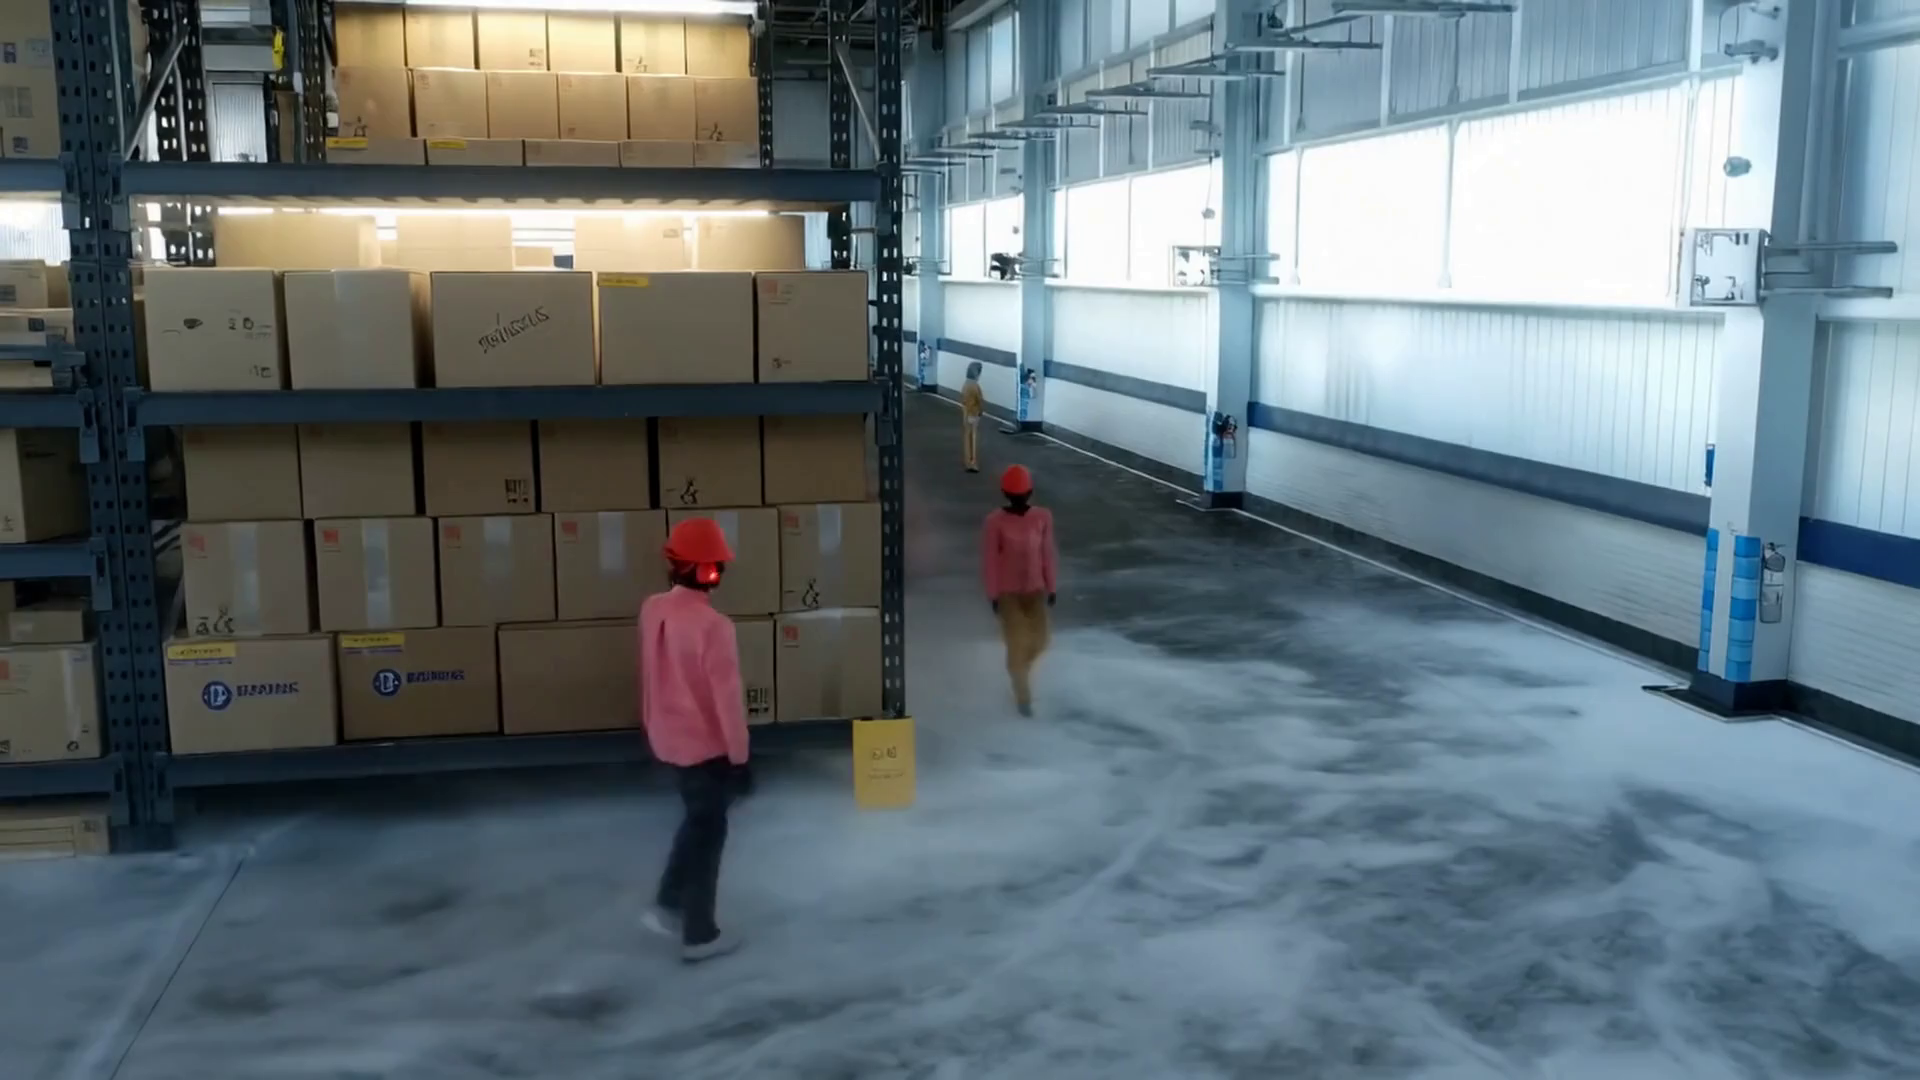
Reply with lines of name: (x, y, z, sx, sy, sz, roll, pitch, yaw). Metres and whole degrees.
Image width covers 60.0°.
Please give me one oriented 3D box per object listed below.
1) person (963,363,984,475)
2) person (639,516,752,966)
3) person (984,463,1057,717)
person: (0.192, -1.788, 24.470, 0.309, 1.641, 0.513, 2, 10, 13)
person: (-1.123, 0.875, 7.210, 0.440, 1.974, 0.643, -9, 13, -42)
person: (0.403, 0.331, 11.268, 0.534, 1.739, 0.471, -3, 10, -17)
